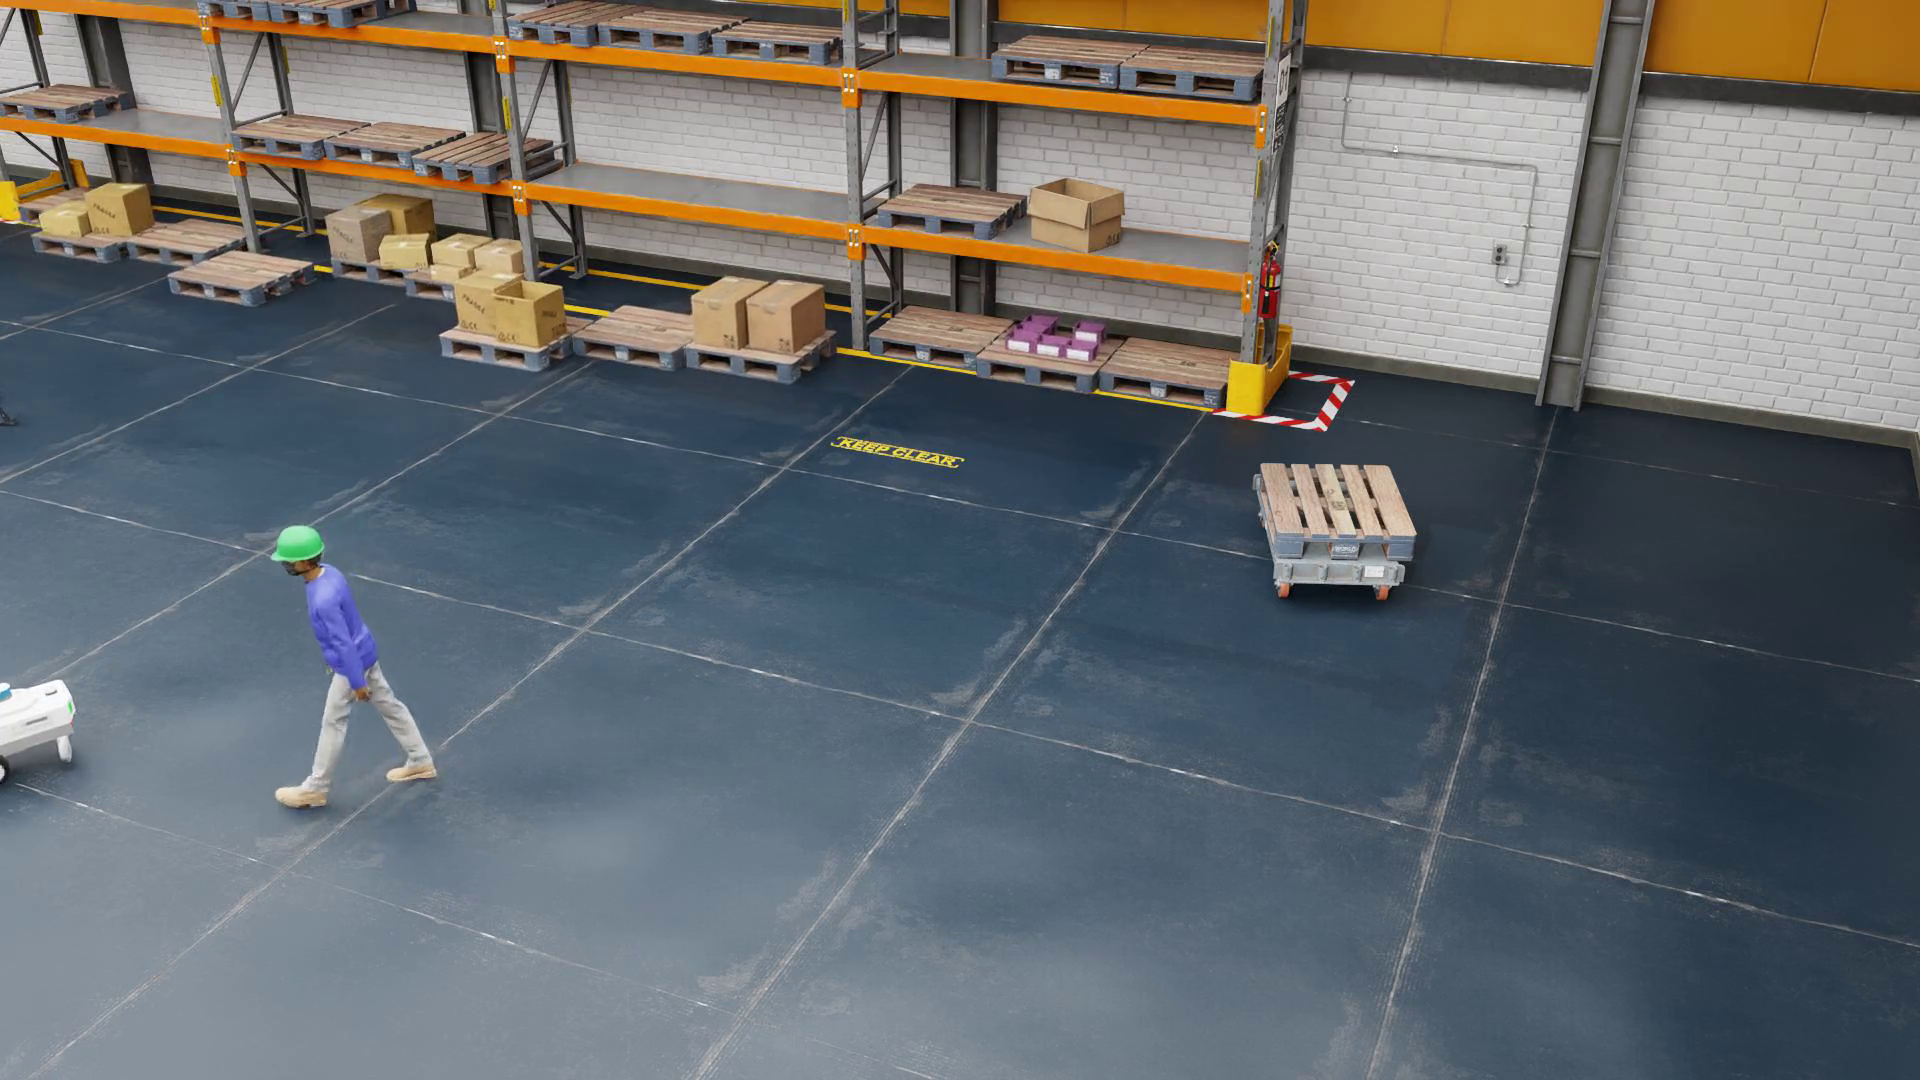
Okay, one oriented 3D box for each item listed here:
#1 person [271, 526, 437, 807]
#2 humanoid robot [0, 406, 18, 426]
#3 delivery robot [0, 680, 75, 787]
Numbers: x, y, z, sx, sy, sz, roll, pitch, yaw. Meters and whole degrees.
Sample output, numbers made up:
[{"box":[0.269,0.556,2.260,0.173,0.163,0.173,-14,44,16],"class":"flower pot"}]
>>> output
[{"box":[-3.684,0.723,9.847,0.938,1.809,0.467,-6,28,-11],"class":"person"},{"box":[-8.867,-1.682,14.676,0.592,1.633,0.603,-12,29,-21],"class":"humanoid robot"},{"box":[-5.901,1.174,10.335,0.736,0.586,0.524,-20,34,-34],"class":"delivery robot"}]
